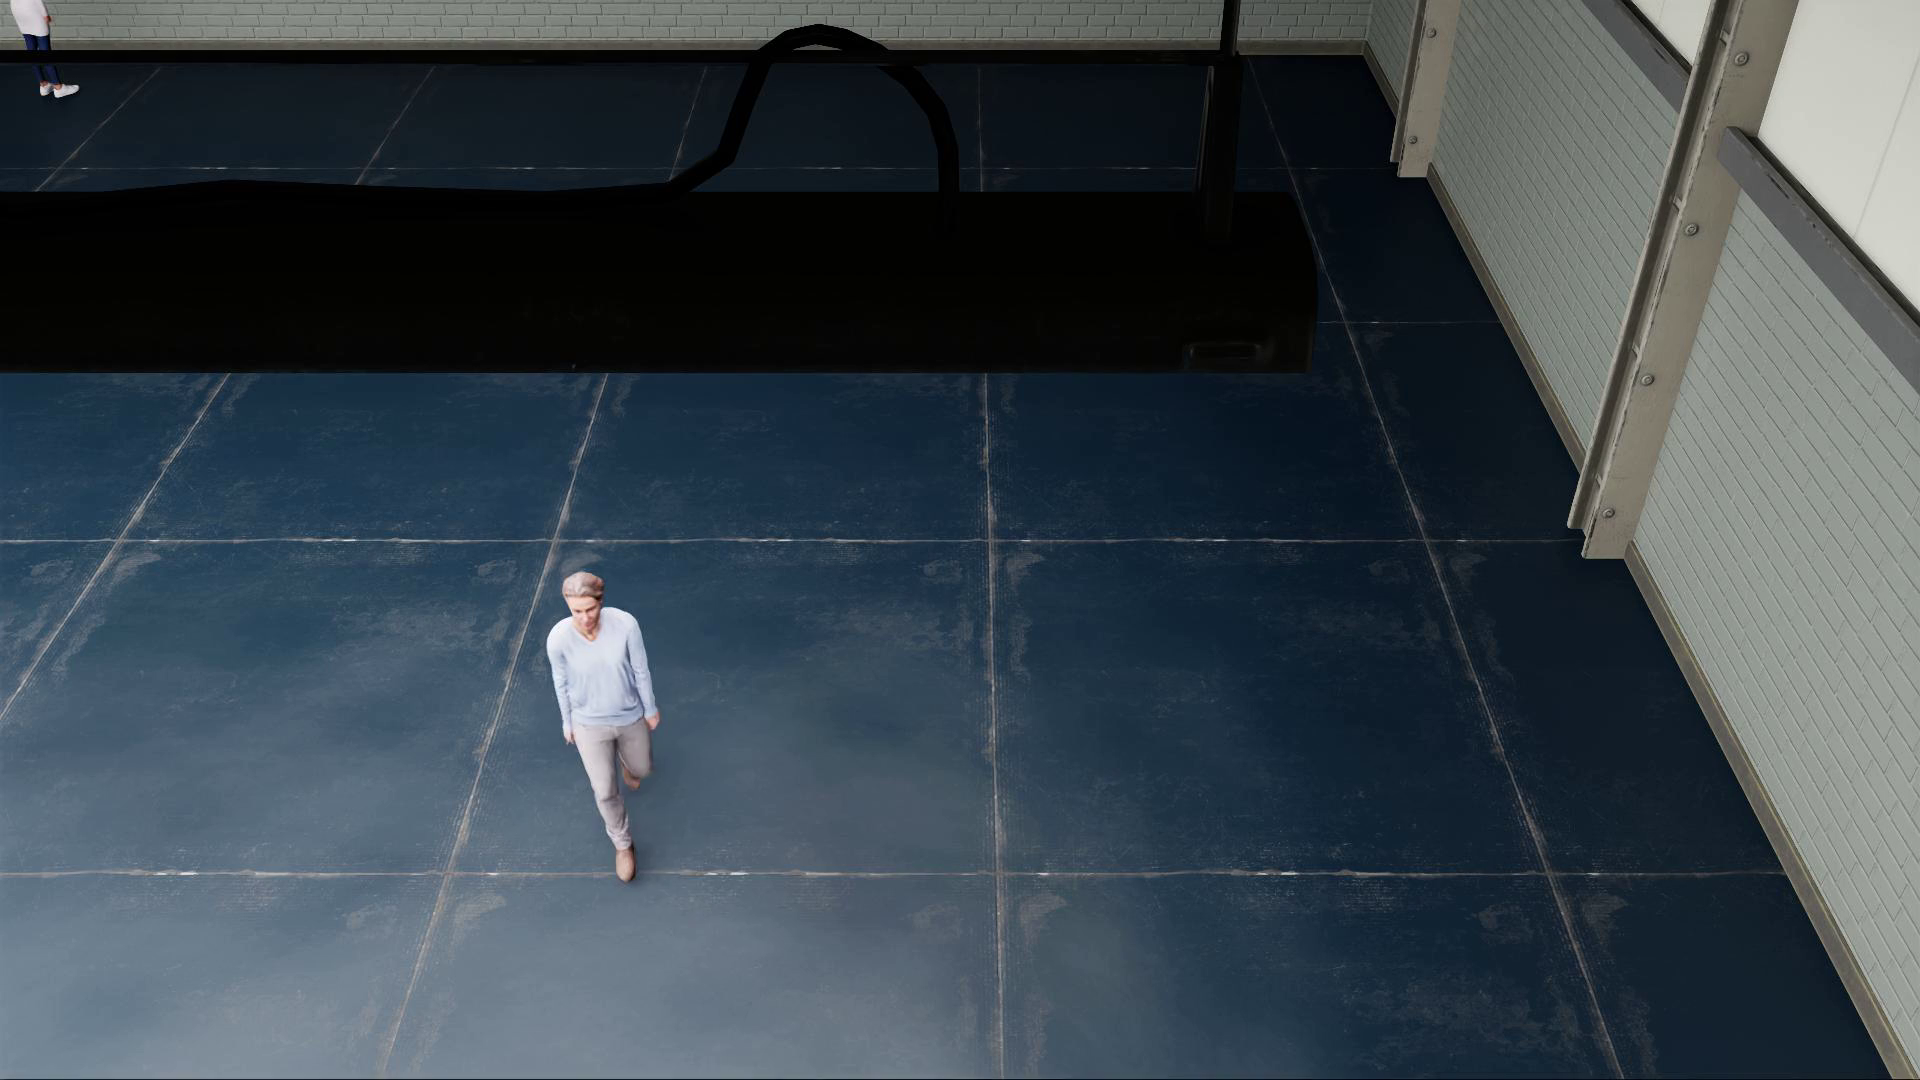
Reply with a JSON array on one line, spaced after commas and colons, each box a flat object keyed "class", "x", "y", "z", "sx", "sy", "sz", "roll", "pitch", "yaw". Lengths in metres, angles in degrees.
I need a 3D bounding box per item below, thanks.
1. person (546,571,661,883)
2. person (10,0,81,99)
[{"class": "person", "x": -1.847, "y": 0.881, "z": 8.740, "sx": 0.865, "sy": 1.871, "sz": 1.152, "roll": -10, "pitch": 38, "yaw": -13}, {"class": "person", "x": -9.620, "y": -5.460, "z": 17.160, "sx": 0.684, "sy": 1.776, "sz": 0.665, "roll": 15, "pitch": 40, "yaw": 19}]
